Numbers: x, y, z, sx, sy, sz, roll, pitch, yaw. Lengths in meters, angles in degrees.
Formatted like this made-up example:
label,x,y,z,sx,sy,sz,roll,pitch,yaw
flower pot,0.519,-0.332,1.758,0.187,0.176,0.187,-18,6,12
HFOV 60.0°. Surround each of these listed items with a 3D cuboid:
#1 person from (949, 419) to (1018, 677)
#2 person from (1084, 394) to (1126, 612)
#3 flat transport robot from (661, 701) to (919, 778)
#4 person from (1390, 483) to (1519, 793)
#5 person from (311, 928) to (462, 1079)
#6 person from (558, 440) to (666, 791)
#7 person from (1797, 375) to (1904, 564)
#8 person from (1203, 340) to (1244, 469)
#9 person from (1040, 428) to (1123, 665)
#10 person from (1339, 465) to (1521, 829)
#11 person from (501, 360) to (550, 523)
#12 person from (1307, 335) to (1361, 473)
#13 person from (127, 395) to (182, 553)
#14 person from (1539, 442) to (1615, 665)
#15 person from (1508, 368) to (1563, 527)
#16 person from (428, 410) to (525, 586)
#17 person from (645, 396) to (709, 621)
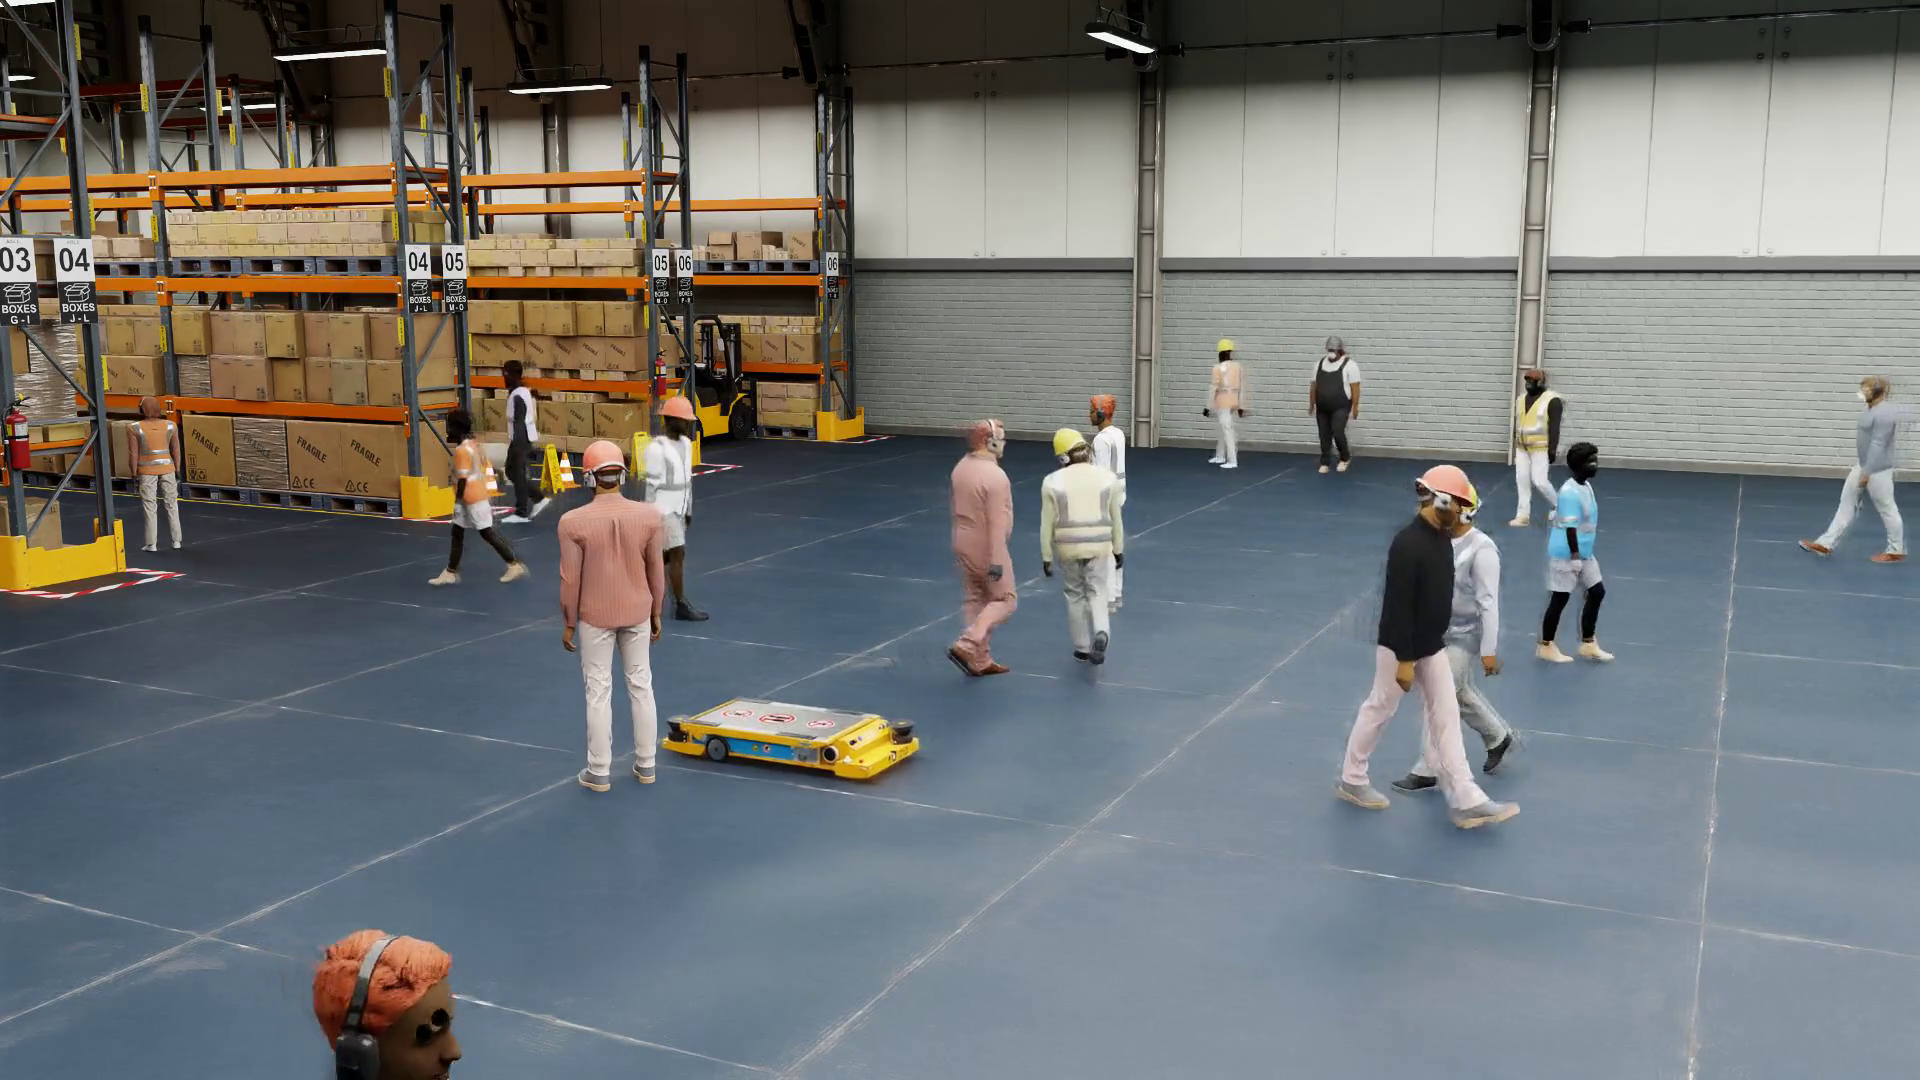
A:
label,x,y,z,sx,sy,sz,roll,pitch,yaw
person,0.159,0.073,11.934,0.470,1.891,0.643,-5,10,-28
person,1.254,-0.318,14.338,0.337,1.883,0.584,3,10,20
flat transport robot,-1.031,1.181,10.076,1.431,0.197,0.652,5,10,25
person,2.870,0.521,9.476,0.855,1.804,0.605,-3,10,-16
person,-0.951,1.573,2.844,0.608,1.862,0.598,1,9,9
person,-1.971,0.428,9.437,0.609,1.993,0.382,-5,11,-30
person,9.027,-0.700,16.653,1.005,1.887,0.652,2,9,9
person,3.867,-2.019,24.734,0.593,1.897,0.815,-9,13,-43
person,0.906,0.071,12.246,0.627,1.784,0.590,-1,9,-6
person,2.470,0.564,8.847,1.036,1.911,0.653,9,13,44
person,-5.109,-1.141,19.315,0.448,1.907,0.625,-2,10,-14
person,5.362,-1.961,23.933,0.716,2.000,0.545,8,12,40
person,-8.386,-0.688,17.349,0.514,1.645,0.309,-8,12,-41
person,4.638,0.115,12.316,0.633,1.673,0.547,7,11,35
person,6.609,-1.055,19.016,0.572,1.831,0.637,-5,11,-30
person,-4.501,-0.387,15.472,0.872,1.654,0.539,-3,10,-15
person,-2.526,-0.277,14.051,0.861,1.910,0.563,4,10,25
